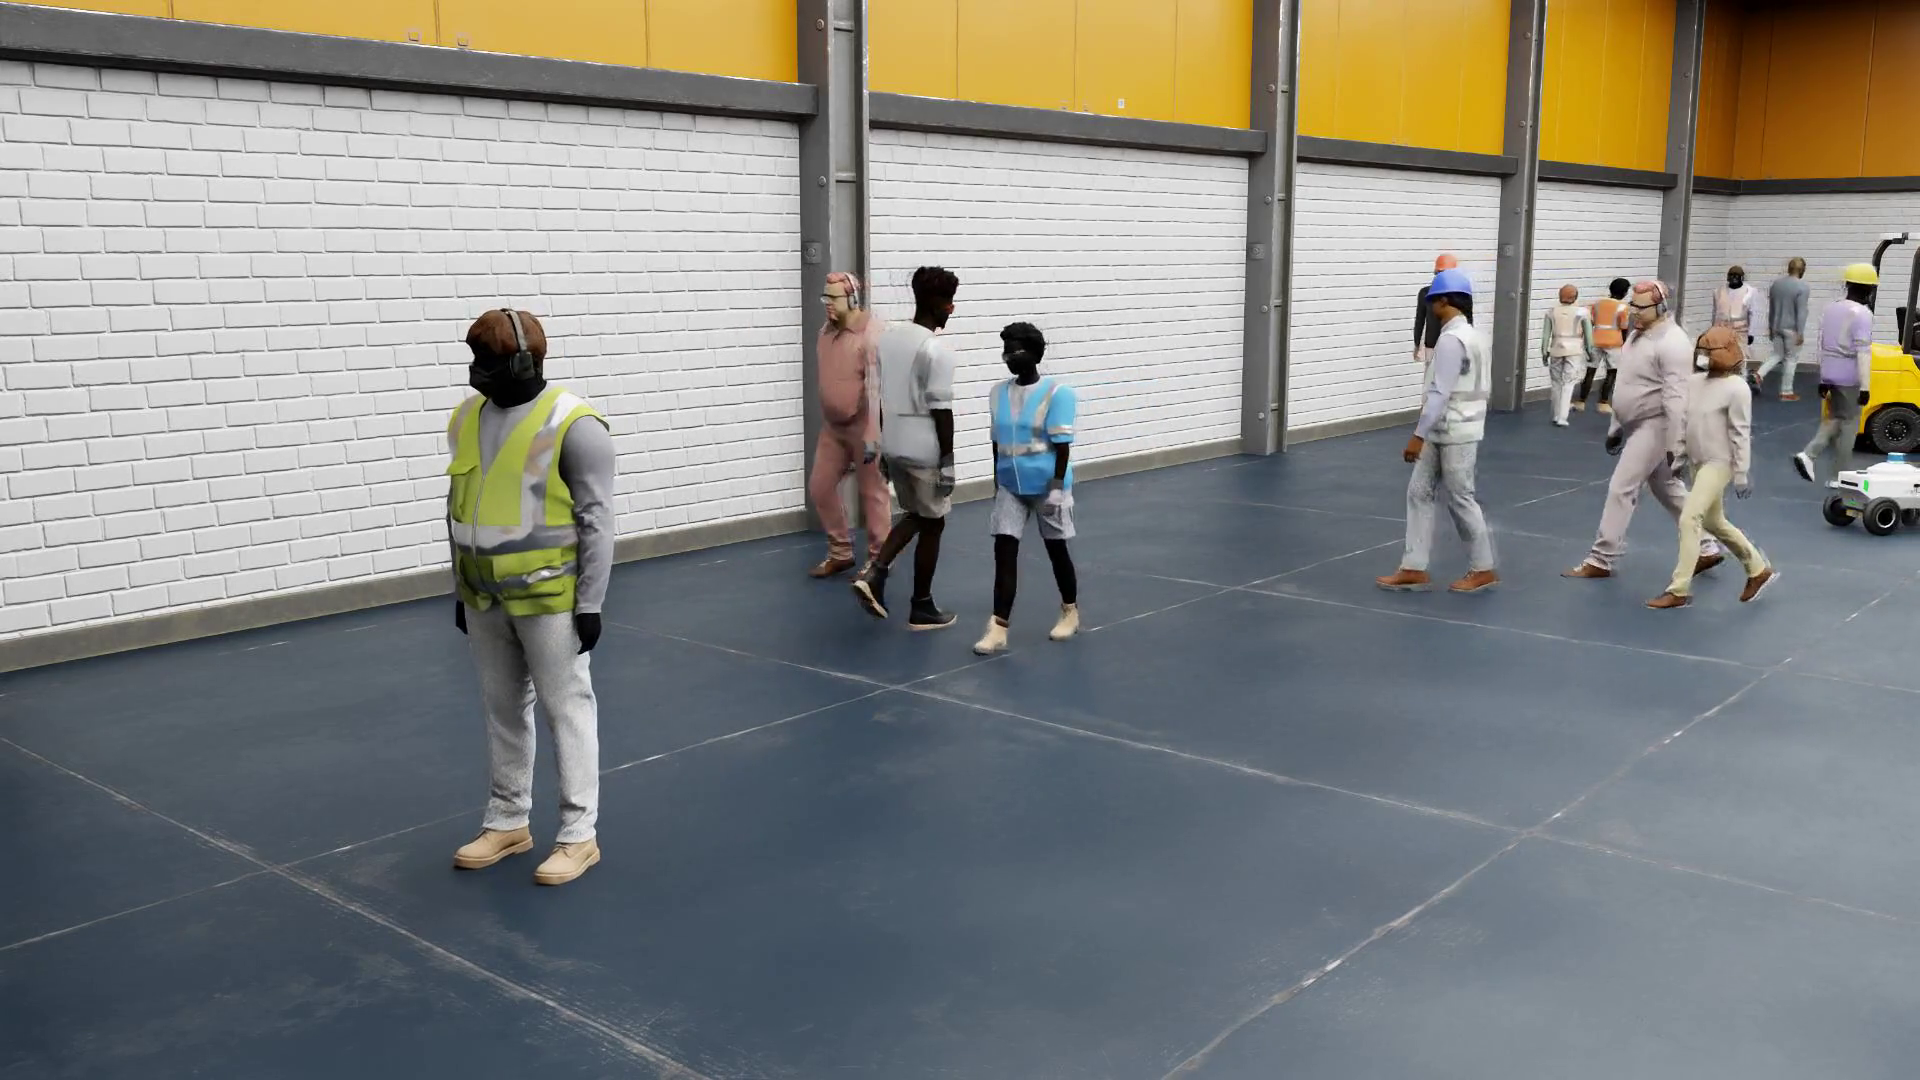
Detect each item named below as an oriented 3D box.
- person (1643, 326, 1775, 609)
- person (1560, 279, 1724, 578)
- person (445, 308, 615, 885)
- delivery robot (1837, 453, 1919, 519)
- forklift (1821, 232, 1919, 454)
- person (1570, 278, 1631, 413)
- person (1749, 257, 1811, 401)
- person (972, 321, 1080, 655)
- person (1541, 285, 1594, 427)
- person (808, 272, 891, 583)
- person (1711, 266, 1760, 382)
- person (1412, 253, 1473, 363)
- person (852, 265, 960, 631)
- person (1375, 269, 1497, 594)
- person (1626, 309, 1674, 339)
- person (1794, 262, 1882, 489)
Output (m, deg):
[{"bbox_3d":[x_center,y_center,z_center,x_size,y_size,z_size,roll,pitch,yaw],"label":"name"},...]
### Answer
[{"bbox_3d":[4.292,-0.409,9.378,0.787,1.599,0.491,-1,10,-5],"label":"person"},{"bbox_3d":[4.257,-0.654,10.137,0.991,1.860,0.644,1,10,6],"label":"person"},{"bbox_3d":[-1.398,0.183,5.337,0.625,1.840,0.430,5,11,28],"label":"person"},{"bbox_3d":[6.703,-0.384,11.951,0.707,0.478,0.477,-2,10,-10],"label":"delivery robot"},{"bbox_3d":[9.955,-1.972,16.595,2.313,2.155,1.214,1,10,8],"label":"forklift"},{"bbox_3d":[7.890,-2.386,20.463,0.378,1.660,0.689,-8,13,-38],"label":"person"},{"bbox_3d":[10.853,-2.775,21.960,0.678,1.913,0.645,-3,10,-18],"label":"person"},{"bbox_3d":[0.339,-0.274,8.436,0.541,1.670,0.714,7,12,33],"label":"person"},{"bbox_3d":[6.961,-2.113,19.064,0.530,1.607,0.679,8,12,37],"label":"person"},{"bbox_3d":[-0.663,-0.663,10.024,0.669,1.883,0.559,9,14,43],"label":"person"},{"bbox_3d":[10.703,-2.892,22.989,0.625,1.797,0.932,7,12,36],"label":"person"},{"bbox_3d":[5.259,-2.132,18.139,0.605,1.976,0.494,7,12,37],"label":"person"},{"bbox_3d":[-0.241,-0.466,8.733,0.496,1.941,0.633,-8,12,-37],"label":"person"},{"bbox_3d":[2.852,-0.626,9.755,0.697,1.906,0.603,1,10,7],"label":"person"},{"bbox_3d":[7.832,-2.089,18.905,0.502,1.620,0.378,8,13,37],"label":"person"},{"bbox_3d":[7.390,-1.363,13.936,0.487,1.907,0.602,-1,10,-4],"label":"person"}]
